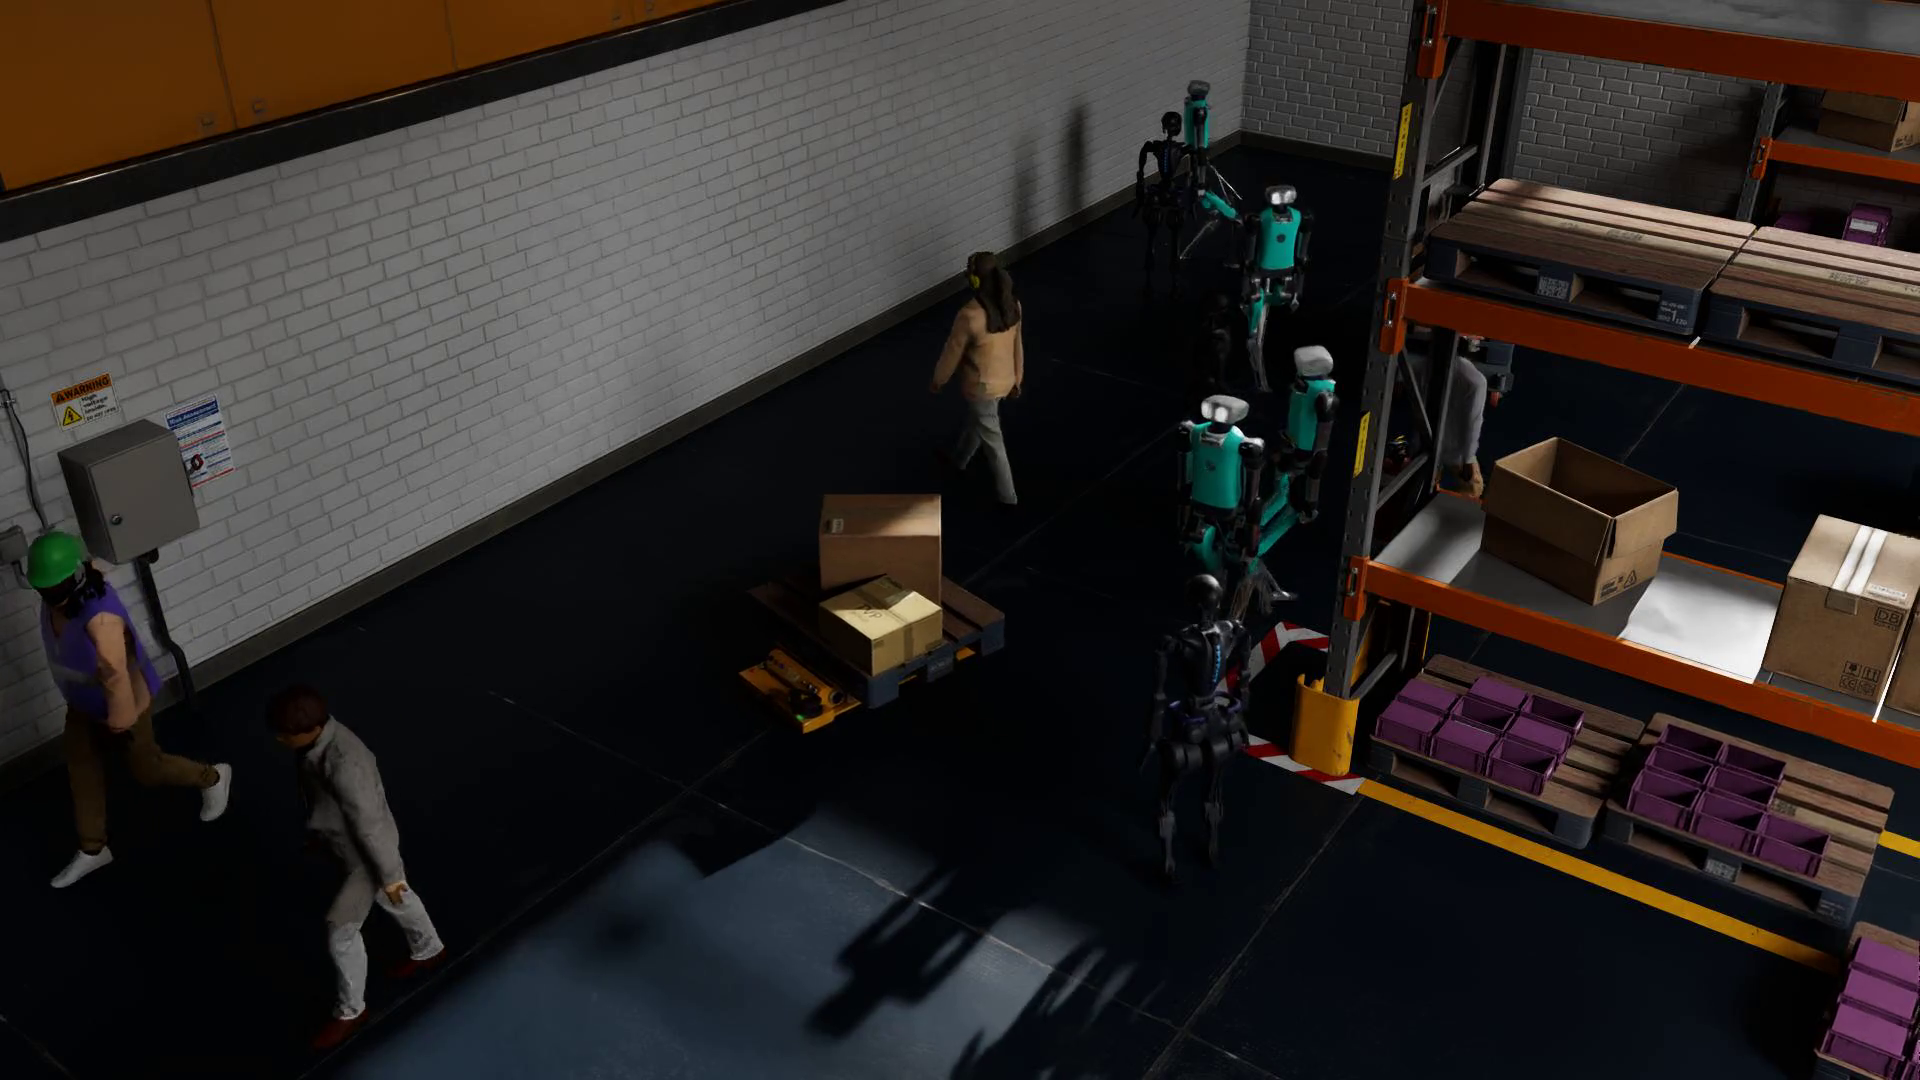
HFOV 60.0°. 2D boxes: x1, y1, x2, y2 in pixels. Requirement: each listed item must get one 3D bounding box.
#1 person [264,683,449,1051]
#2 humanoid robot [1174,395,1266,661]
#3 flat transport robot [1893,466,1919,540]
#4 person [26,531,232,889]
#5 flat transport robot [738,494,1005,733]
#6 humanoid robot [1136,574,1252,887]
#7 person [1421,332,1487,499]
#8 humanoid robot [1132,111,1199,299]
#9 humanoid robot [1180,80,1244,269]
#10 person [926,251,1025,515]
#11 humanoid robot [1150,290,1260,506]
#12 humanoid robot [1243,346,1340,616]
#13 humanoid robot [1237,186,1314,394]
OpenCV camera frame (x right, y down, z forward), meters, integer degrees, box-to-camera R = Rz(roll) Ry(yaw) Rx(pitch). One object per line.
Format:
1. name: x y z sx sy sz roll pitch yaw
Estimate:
1. person: -2.668 1.362 7.152 0.829 1.786 0.616 -23 37 -34
2. humanoid robot: 1.574 -0.054 9.717 0.542 1.850 0.696 19 35 29
3. flat transport robot: 7.015 0.054 10.945 1.431 0.231 0.659 -2 30 -4
4. person: -4.136 0.762 8.086 0.552 1.892 0.876 16 33 25
5. flat transport robot: -0.541 0.666 9.884 1.431 0.231 0.659 -23 37 -34
6. humanoid robot: 1.148 0.920 8.039 0.610 1.640 0.368 -13 32 -21
7. person: 3.192 -0.648 10.699 0.624 1.720 0.600 -14 33 -23
8. humanoid robot: 1.822 -2.982 14.791 0.599 1.655 0.315 9 31 15
9. humanoid robot: 2.447 -3.374 15.475 0.861 1.784 0.537 -1 30 -2
10. person: 0.077 -1.112 11.409 0.947 1.826 0.561 22 37 33
11. humanoid robot: 1.715 -0.920 11.287 0.743 1.656 0.589 -5 30 -9
12. humanoid robot: 1.895 -0.294 10.112 0.620 1.830 0.535 -6 31 -11
13. humanoid robot: 2.389 -2.000 13.040 0.537 1.727 1.015 -3 30 -5
